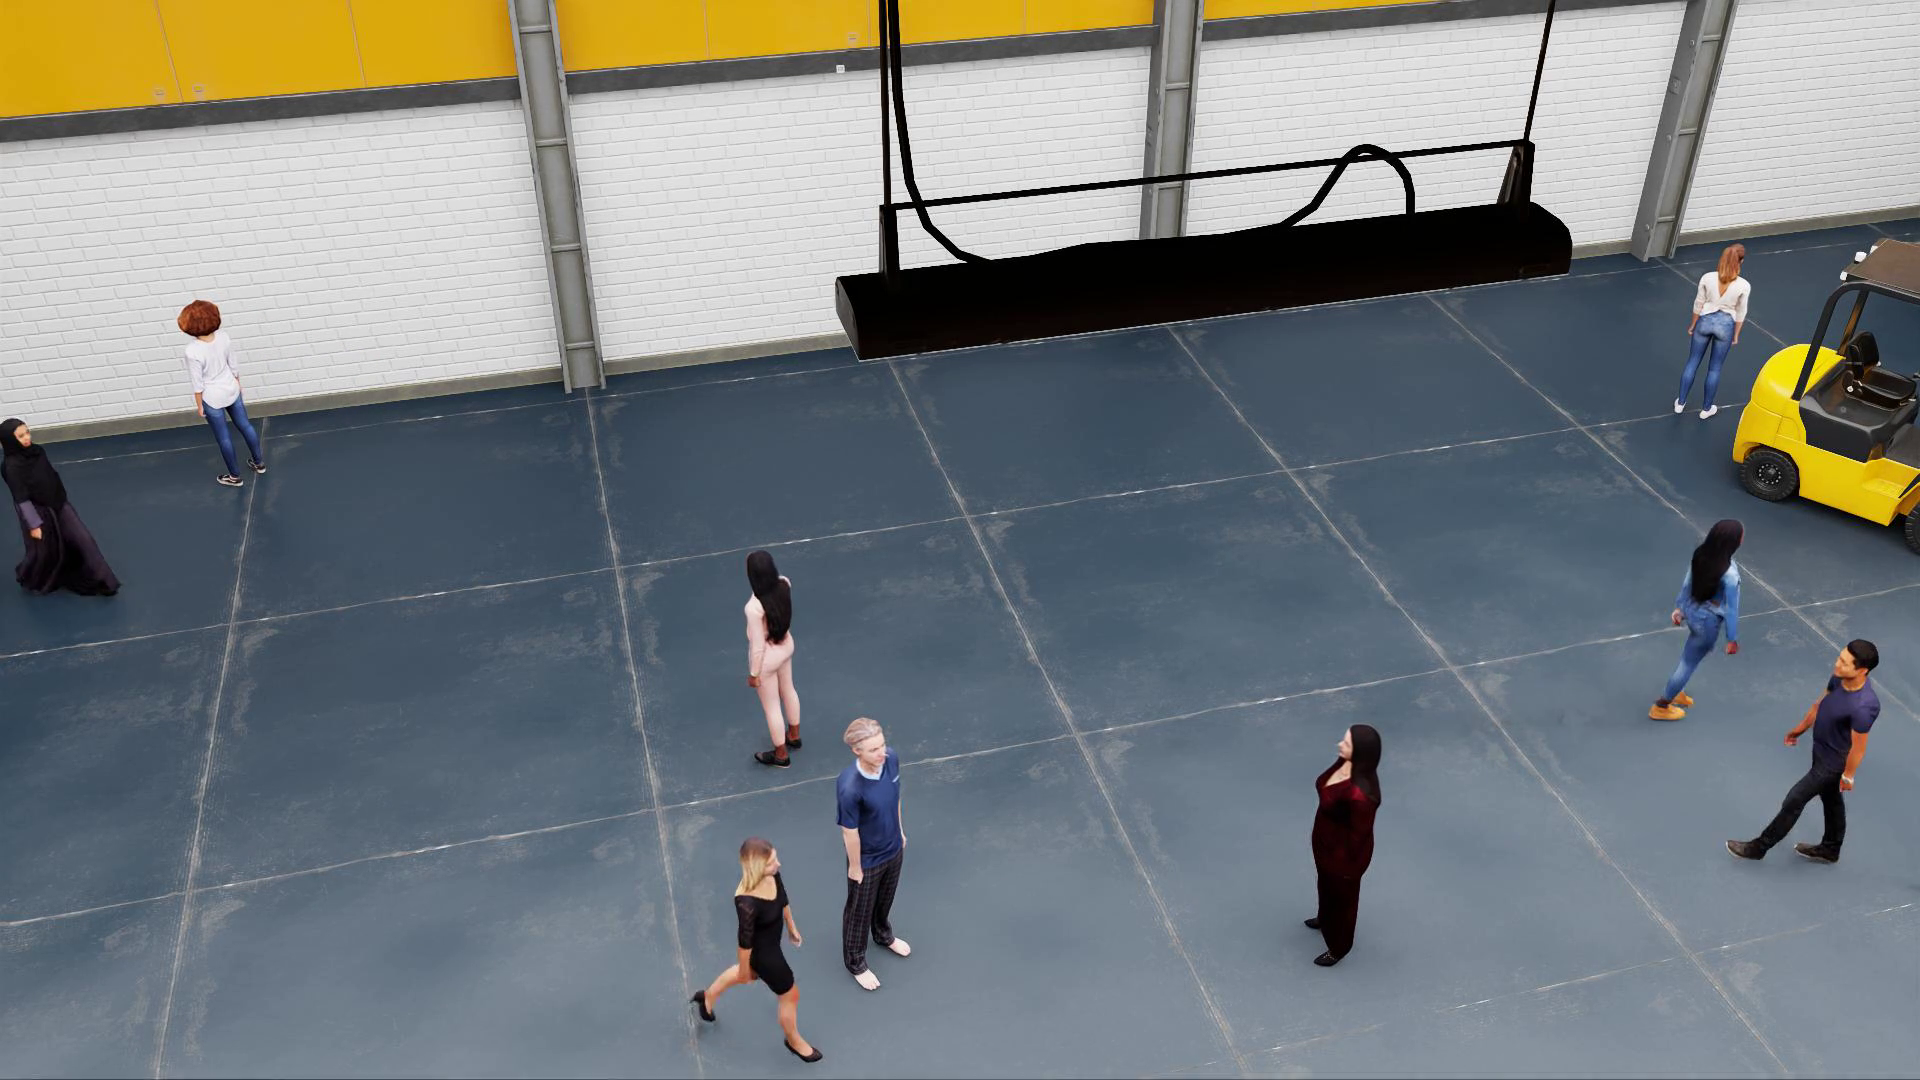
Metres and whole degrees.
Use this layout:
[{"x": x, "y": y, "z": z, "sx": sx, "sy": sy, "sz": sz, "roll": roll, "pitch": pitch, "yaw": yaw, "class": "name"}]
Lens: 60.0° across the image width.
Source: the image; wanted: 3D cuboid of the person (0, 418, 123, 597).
[{"x": -7.222, "y": -0.238, "z": 12.991, "sx": 1.194, "sy": 1.604, "sz": 0.965, "roll": 8, "pitch": 34, "yaw": 12, "class": "person"}]

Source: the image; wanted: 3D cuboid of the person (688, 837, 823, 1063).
[{"x": -1.162, "y": 2.248, "z": 9.214, "sx": 1.112, "sy": 1.645, "sz": 0.847, "roll": 5, "pitch": 34, "yaw": 8, "class": "person"}]

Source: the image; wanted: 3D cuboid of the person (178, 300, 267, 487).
[{"x": -6.436, "y": -1.288, "z": 14.472, "sx": 0.811, "sy": 1.713, "sz": 0.743, "roll": 20, "pitch": 39, "yaw": 28, "class": "person"}]

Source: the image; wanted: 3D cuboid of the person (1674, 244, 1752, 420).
[{"x": 7.009, "y": -1.946, "z": 15.457, "sx": 0.687, "sy": 1.720, "sz": 0.736, "roll": 20, "pitch": 38, "yaw": 27, "class": "person"}]

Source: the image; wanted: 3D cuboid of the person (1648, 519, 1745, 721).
[{"x": 5.115, "y": 0.593, "z": 11.655, "sx": 0.683, "sy": 1.700, "sz": 0.666, "roll": -3, "pitch": 34, "yaw": -4, "class": "person"}]

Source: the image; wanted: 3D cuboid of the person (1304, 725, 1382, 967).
[{"x": 2.273, "y": 1.778, "z": 9.821, "sx": 0.692, "sy": 1.757, "sz": 0.724, "roll": 0, "pitch": 34, "yaw": 1, "class": "person"}]

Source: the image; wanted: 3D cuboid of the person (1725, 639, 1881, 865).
[{"x": 5.571, "y": 1.366, "z": 10.438, "sx": 1.082, "sy": 1.759, "sz": 0.916, "roll": 8, "pitch": 34, "yaw": 11, "class": "person"}]

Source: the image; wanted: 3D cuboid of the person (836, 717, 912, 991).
[{"x": -0.516, "y": 1.790, "z": 9.699, "sx": 0.795, "sy": 1.872, "sz": 0.706, "roll": 22, "pitch": 40, "yaw": 30, "class": "person"}]

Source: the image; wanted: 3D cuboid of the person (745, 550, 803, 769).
[{"x": -1.279, "y": 0.799, "z": 11.327, "sx": 0.730, "sy": 1.719, "sz": 0.692, "roll": 14, "pitch": 36, "yaw": 21, "class": "person"}]
